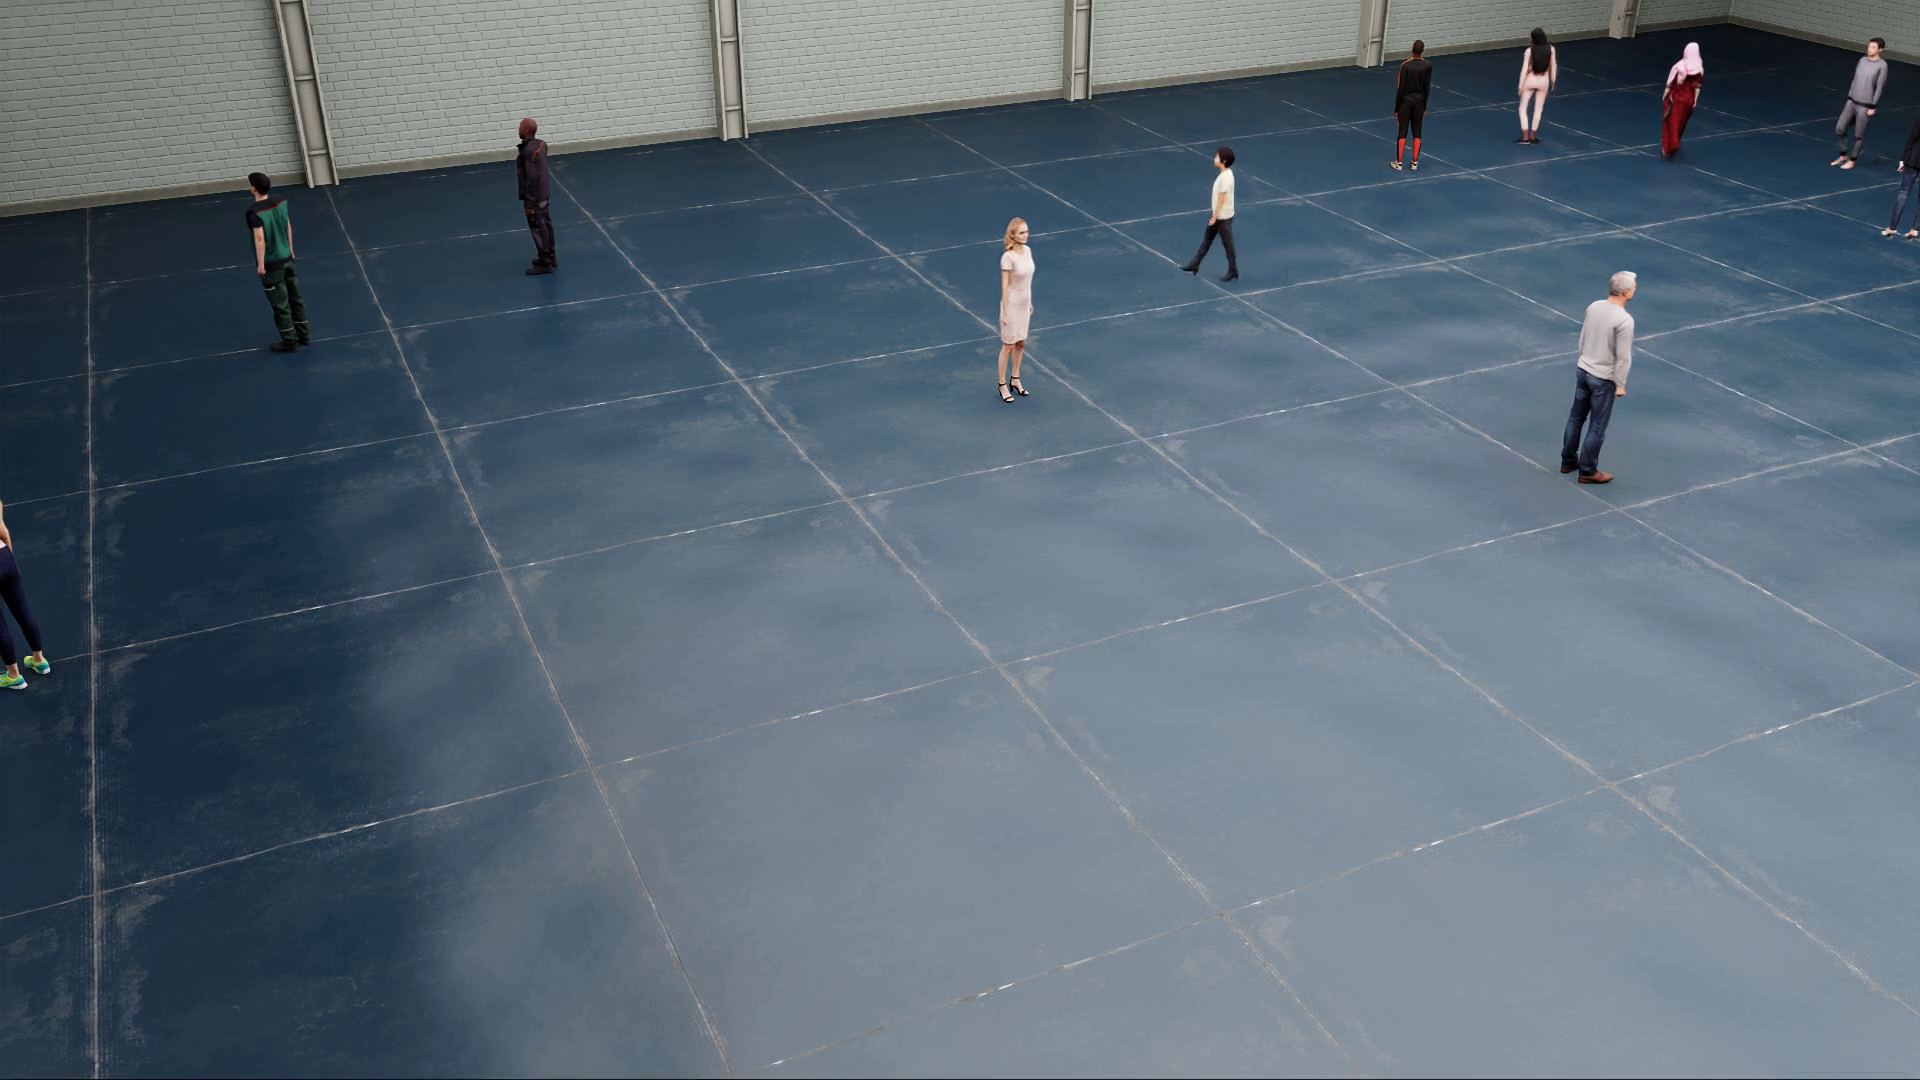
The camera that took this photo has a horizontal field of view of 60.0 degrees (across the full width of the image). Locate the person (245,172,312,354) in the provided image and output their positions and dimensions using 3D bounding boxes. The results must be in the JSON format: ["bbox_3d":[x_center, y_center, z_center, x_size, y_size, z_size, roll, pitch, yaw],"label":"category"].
[{"bbox_3d":[-7.127,-2.906,17.344,0.814,1.900,0.759,9,29,17],"label":"person"}]

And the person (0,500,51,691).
[{"bbox_3d":[-6.766,0.244,11.638,0.734,1.702,0.665,11,30,20],"label":"person"}]

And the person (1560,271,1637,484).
[{"bbox_3d":[5.606,-1.437,14.576,0.662,1.909,0.759,-9,29,-16],"label":"person"}]

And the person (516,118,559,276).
[{"bbox_3d":[-4.980,-4.068,19.604,0.765,1.825,0.786,0,28,0],"label":"person"}]

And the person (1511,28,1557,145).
[{"bbox_3d":[8.585,-6.747,24.763,0.757,1.705,0.892,7,29,13],"label":"person"}]

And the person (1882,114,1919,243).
[{"bbox_3d":[10.875,-4.274,18.830,0.812,1.773,0.792,7,29,13],"label":"person"}]

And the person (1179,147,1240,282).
[{"bbox_3d":[3.116,-3.746,19.281,1.029,1.562,0.876,2,28,3],"label":"person"}]

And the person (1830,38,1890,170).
[{"bbox_3d":[12.864,-6.203,23.603,0.610,1.836,0.712,-11,30,-20],"label":"person"}]

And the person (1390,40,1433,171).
[{"bbox_3d":[6.401,-6.169,23.568,0.625,1.808,0.757,0,28,-1],"label":"person"}]

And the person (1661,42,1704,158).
[{"bbox_3d":[10.467,-6.363,24.153,1.098,1.601,1.043,3,28,6],"label":"person"}]

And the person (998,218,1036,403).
[{"bbox_3d":[0.540,-2.251,16.189,0.705,1.829,0.569,23,36,37],"label":"person"}]
